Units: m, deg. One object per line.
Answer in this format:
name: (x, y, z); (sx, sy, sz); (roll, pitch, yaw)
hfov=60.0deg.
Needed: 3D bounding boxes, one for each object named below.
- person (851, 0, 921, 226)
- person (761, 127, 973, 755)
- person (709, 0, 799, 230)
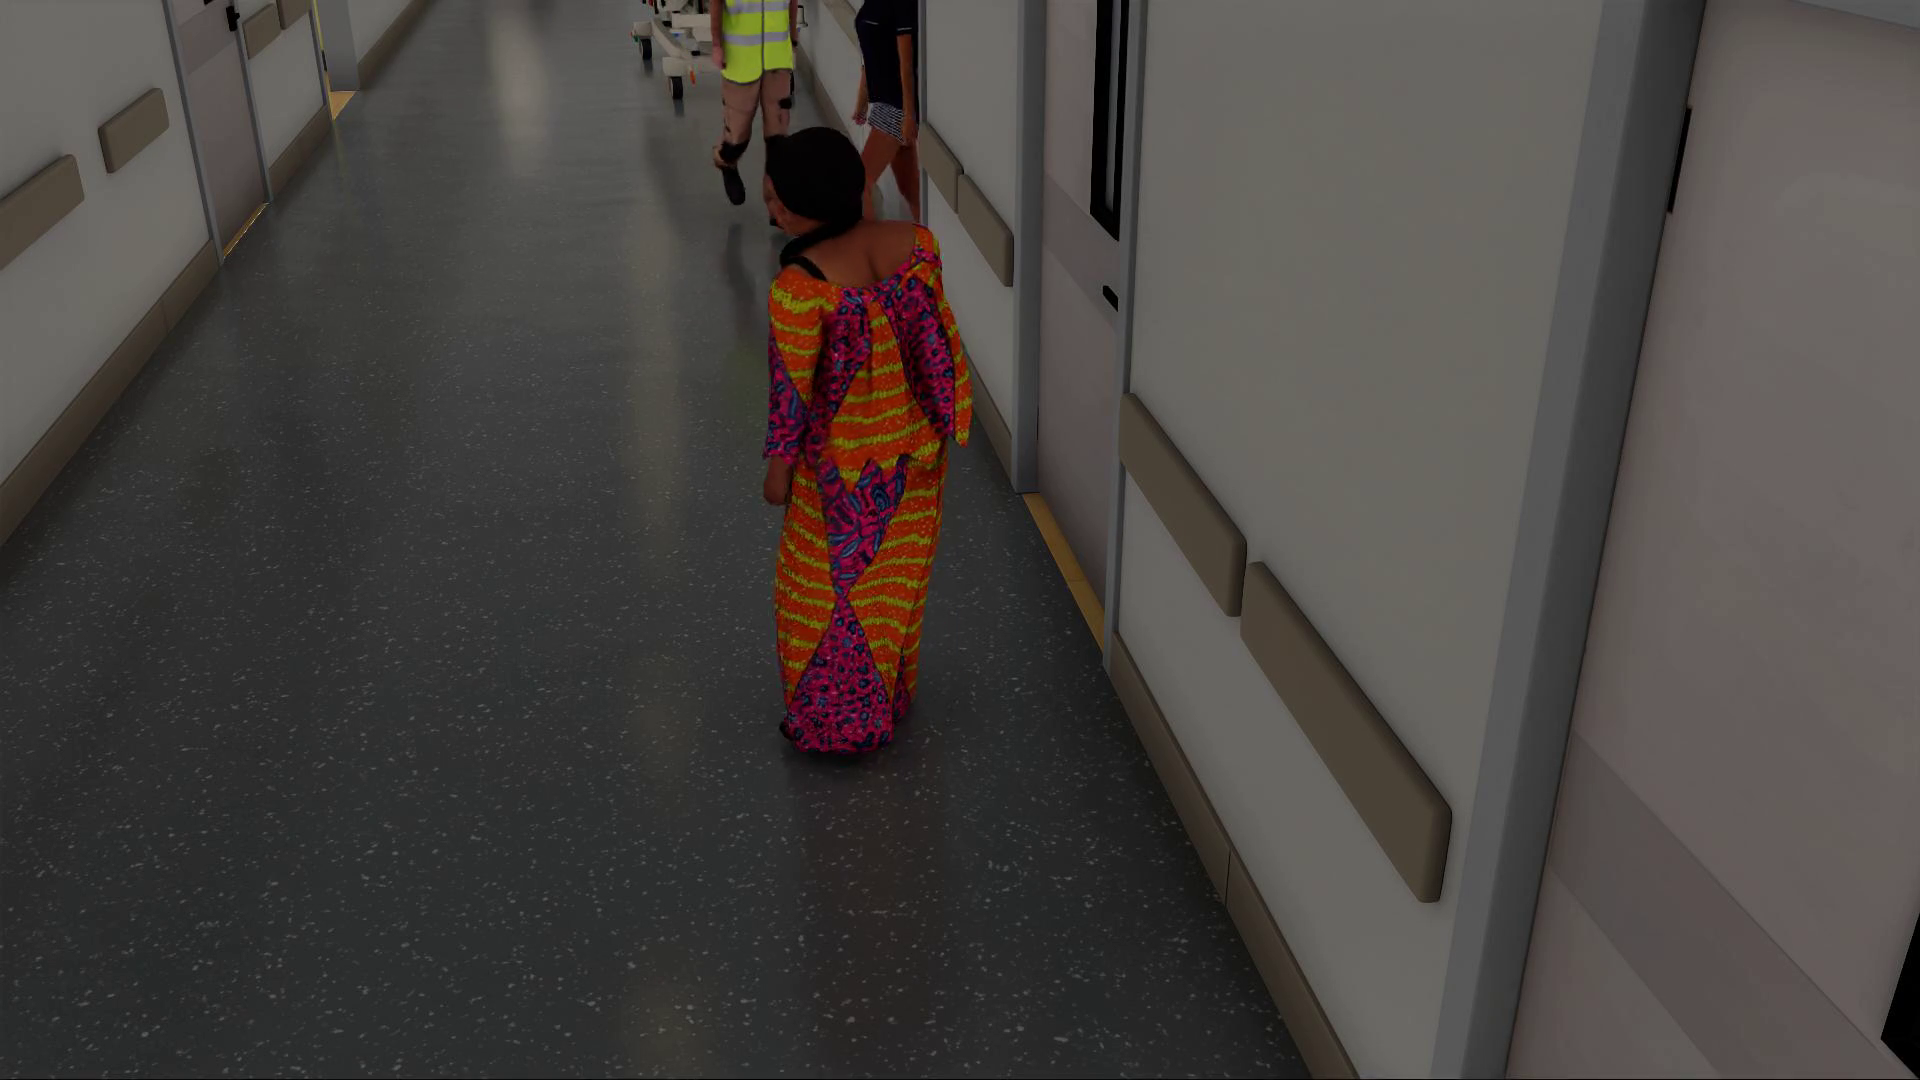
person: (-0.208, -2.012, 7.828); (0.845, 1.737, 0.663); (-5, 26, -10)
person: (-0.245, -0.272, 4.307); (0.788, 1.660, 0.897); (-9, 27, -18)
person: (-1.124, -2.596, 8.958); (1.109, 1.806, 0.939); (-11, 28, -22)
